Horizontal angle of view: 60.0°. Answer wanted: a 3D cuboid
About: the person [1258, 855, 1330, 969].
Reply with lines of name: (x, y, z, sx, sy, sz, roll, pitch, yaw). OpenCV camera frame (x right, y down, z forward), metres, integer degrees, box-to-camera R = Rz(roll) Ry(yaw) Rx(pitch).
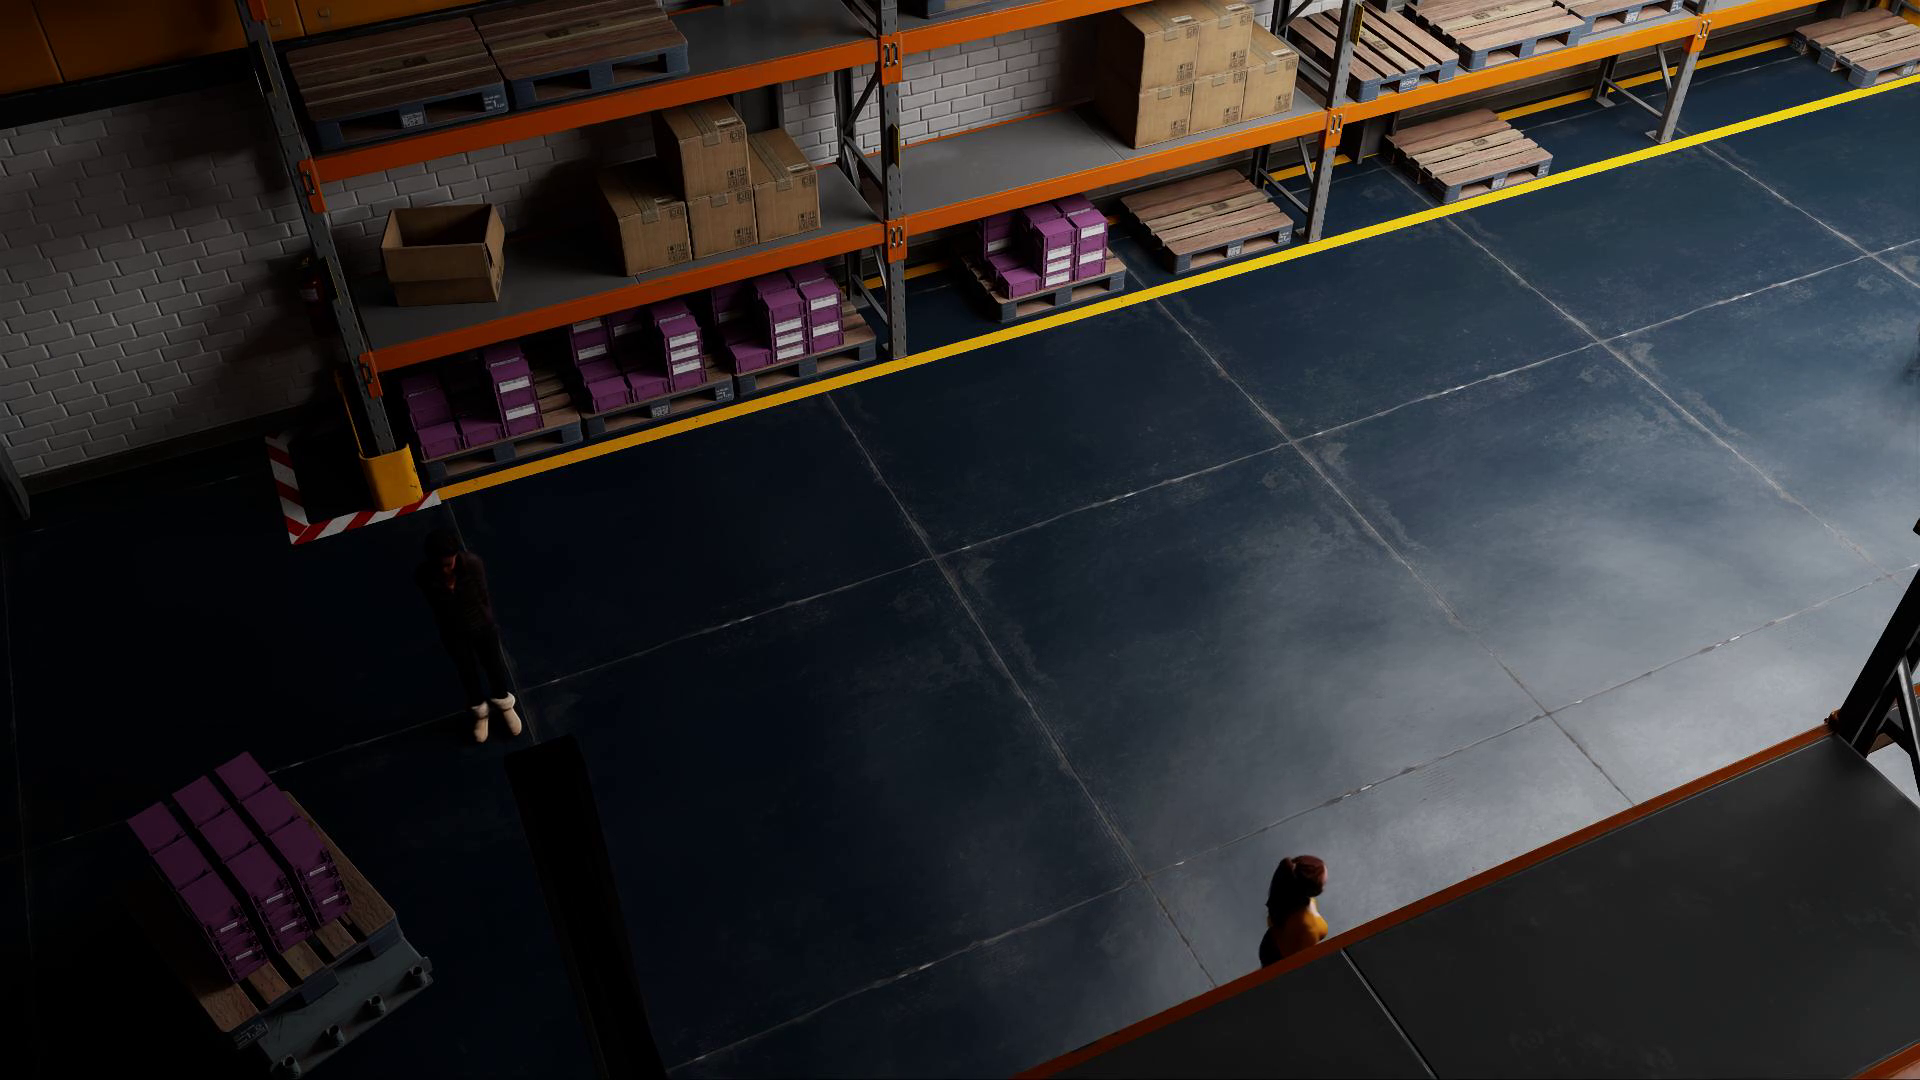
person: (1.627, 2.157, 8.410, 0.623, 1.751, 0.638, -10, 45, -11)

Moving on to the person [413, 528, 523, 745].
person: (-3.022, 0.526, 10.188, 0.562, 1.660, 0.637, 6, 44, 6)
